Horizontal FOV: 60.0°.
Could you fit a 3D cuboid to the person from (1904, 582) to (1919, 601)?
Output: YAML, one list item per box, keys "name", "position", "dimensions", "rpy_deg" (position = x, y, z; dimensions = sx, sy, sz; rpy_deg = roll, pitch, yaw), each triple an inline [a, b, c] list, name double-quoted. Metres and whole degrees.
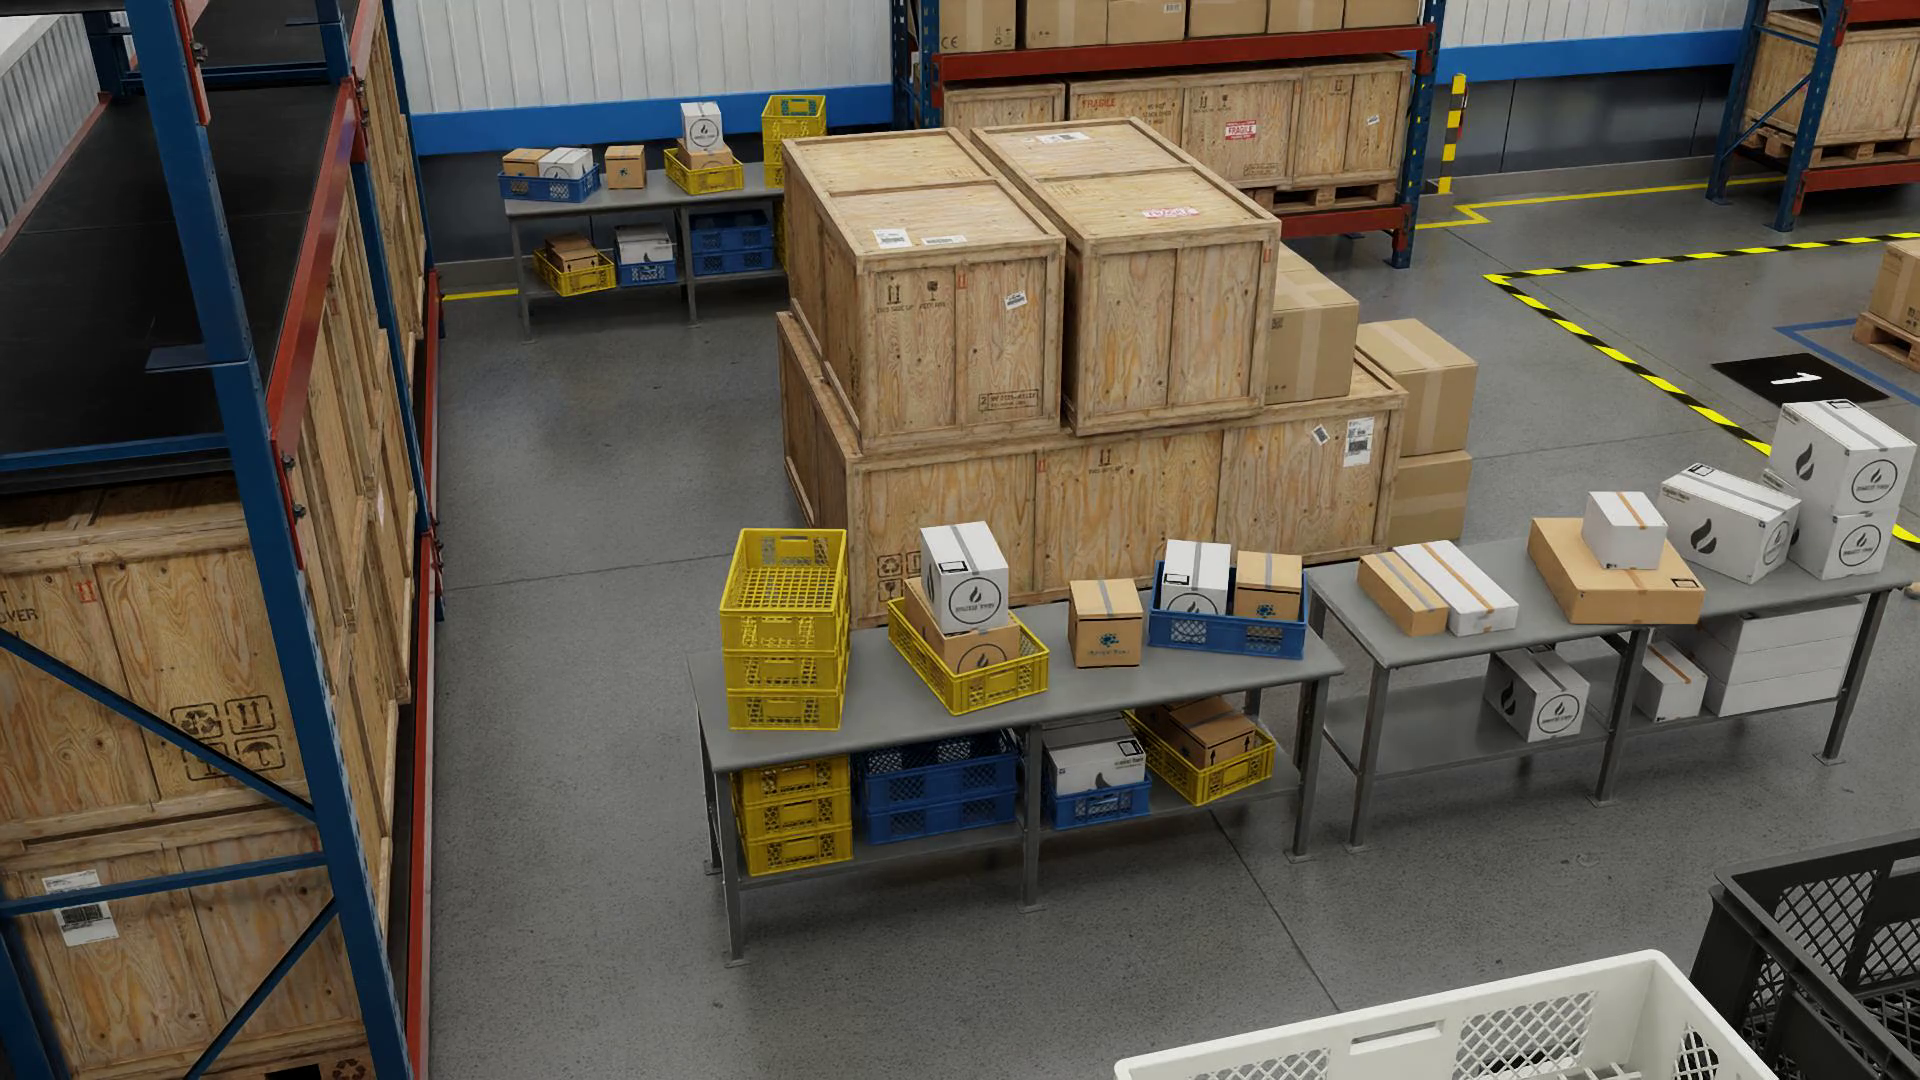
- name: "person"
  position: [5.155, -0.493, 8.174]
  dimensions: [0.391, 2.041, 0.611]
  rpy_deg: [0, 29, 0]
